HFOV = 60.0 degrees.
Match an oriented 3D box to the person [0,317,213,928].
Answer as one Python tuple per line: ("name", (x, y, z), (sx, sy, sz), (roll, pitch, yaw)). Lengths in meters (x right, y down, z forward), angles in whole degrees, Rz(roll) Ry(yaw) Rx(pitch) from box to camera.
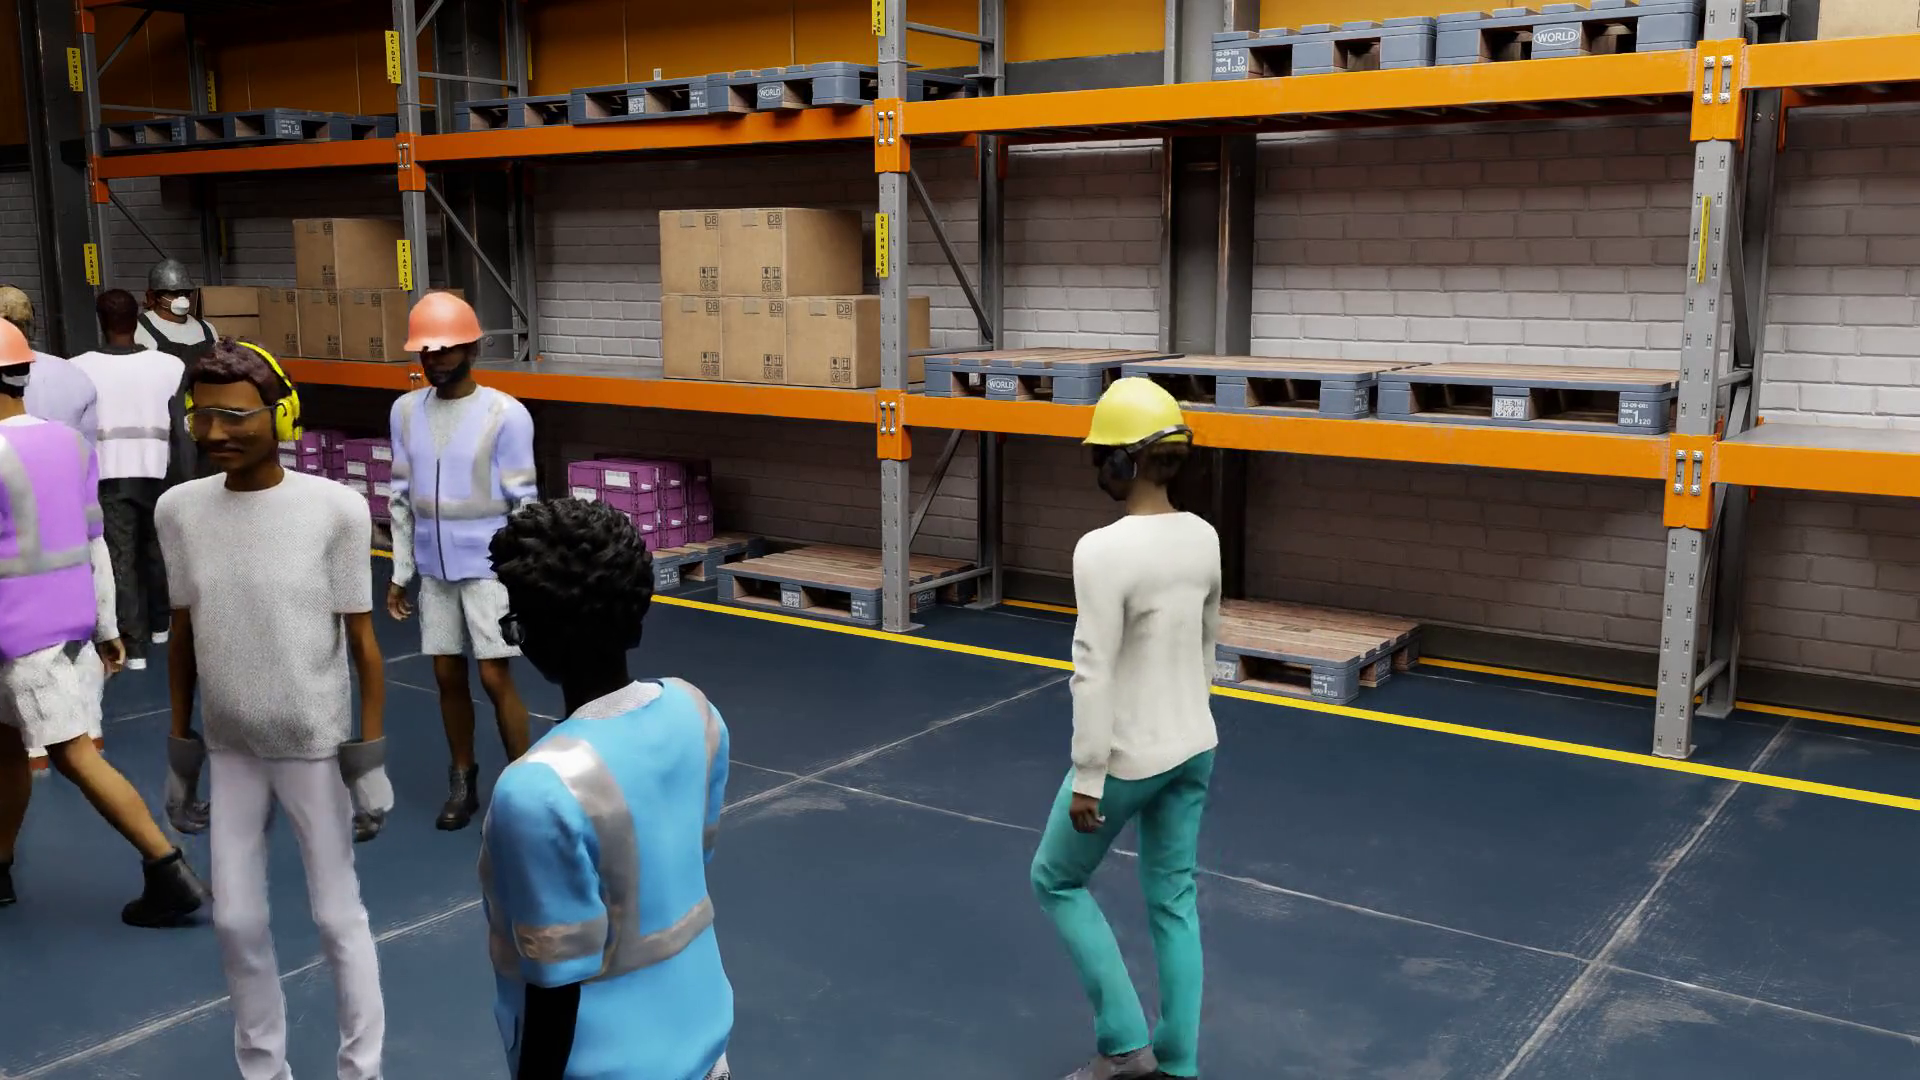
("person", (-2.750, 0.257, 5.006), (0.995, 1.886, 0.544), (1, 10, 4))

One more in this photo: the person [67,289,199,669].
("person", (-4.246, -0.327, 8.493), (0.619, 1.874, 0.903), (-6, 11, -30))

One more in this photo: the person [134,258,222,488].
("person", (-4.724, -0.689, 10.145), (0.537, 2.000, 0.683), (5, 11, 27))

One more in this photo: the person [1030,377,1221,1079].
("person", (0.409, 0.496, 3.936), (0.425, 1.749, 0.555), (9, 13, 43))

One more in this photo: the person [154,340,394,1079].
("person", (-1.529, 0.484, 3.723), (0.526, 1.859, 0.344), (1, 10, 6))

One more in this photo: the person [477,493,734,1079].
("person", (-0.513, 0.775, 2.457), (0.320, 1.692, 0.531), (3, 10, 16))

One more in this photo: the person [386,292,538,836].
("person", (-1.756, 0.101, 5.857), (0.556, 1.920, 0.424), (3, 10, 18))

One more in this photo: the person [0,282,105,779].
("person", (-3.670, -0.031, 6.529), (0.373, 1.940, 0.627), (4, 10, 24))
